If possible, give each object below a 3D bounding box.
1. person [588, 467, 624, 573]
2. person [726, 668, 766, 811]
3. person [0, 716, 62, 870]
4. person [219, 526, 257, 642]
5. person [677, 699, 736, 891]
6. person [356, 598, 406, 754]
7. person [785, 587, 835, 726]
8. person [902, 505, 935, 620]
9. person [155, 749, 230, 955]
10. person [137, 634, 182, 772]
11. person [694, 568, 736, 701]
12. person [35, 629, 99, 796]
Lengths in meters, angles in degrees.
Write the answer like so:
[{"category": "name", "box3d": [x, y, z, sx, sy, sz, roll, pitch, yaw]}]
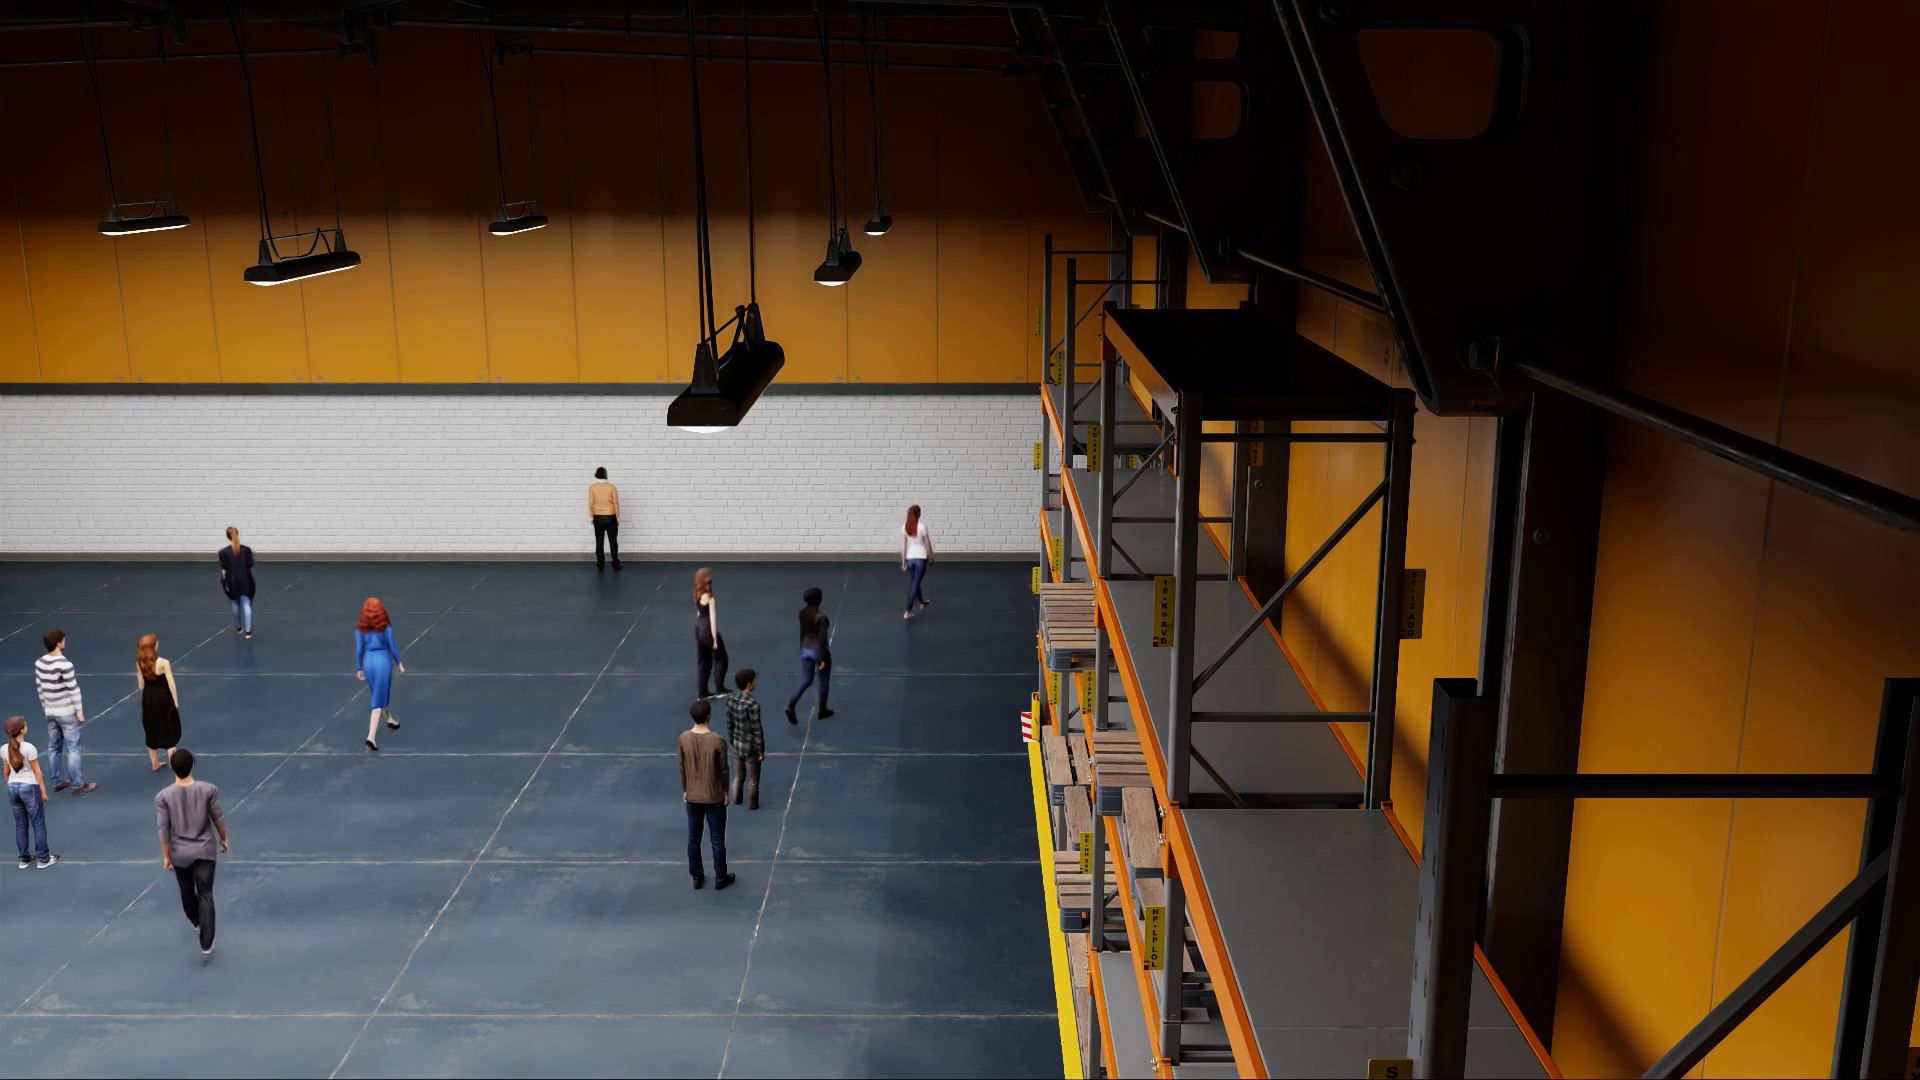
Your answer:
[{"category": "person", "box3d": [-5.912, -0.347, 27.695, 0.640, 1.752, 0.567, 0, 14, 0]}, {"category": "person", "box3d": [-2.316, 2.204, 17.959, 0.741, 1.715, 0.756, 11, 18, 39]}, {"category": "person", "box3d": [-9.238, 2.477, 16.436, 0.554, 1.562, 0.541, 1, 14, 6]}, {"category": "person", "box3d": [-10.289, 0.656, 23.786, 0.938, 1.642, 1.207, -6, 15, -25]}, {"category": "person", "box3d": [-2.445, 2.433, 15.926, 0.696, 1.888, 0.637, 3, 14, 12]}, {"category": "person", "box3d": [-6.858, 1.626, 19.504, 0.770, 1.772, 1.171, 3, 14, 11]}, {"category": "person", "box3d": [-1.840, 1.453, 20.329, 1.014, 1.720, 1.153, 10, 17, 35]}, {"category": "person", "box3d": [-0.686, 0.373, 24.859, 0.901, 1.687, 1.207, 6, 15, 24]}, {"category": "person", "box3d": [-6.751, 2.780, 14.666, 0.993, 1.806, 1.281, -6, 15, -22]}, {"category": "person", "box3d": [-9.133, 1.843, 18.922, 0.574, 1.625, 0.576, 1, 14, 4]}, {"category": "person", "box3d": [-3.304, 1.229, 21.225, 0.817, 1.734, 0.877, 13, 19, 43]}, {"category": "person", "box3d": [-9.878, 1.883, 18.273, 0.706, 1.852, 0.627, 4, 14, 16]}]
